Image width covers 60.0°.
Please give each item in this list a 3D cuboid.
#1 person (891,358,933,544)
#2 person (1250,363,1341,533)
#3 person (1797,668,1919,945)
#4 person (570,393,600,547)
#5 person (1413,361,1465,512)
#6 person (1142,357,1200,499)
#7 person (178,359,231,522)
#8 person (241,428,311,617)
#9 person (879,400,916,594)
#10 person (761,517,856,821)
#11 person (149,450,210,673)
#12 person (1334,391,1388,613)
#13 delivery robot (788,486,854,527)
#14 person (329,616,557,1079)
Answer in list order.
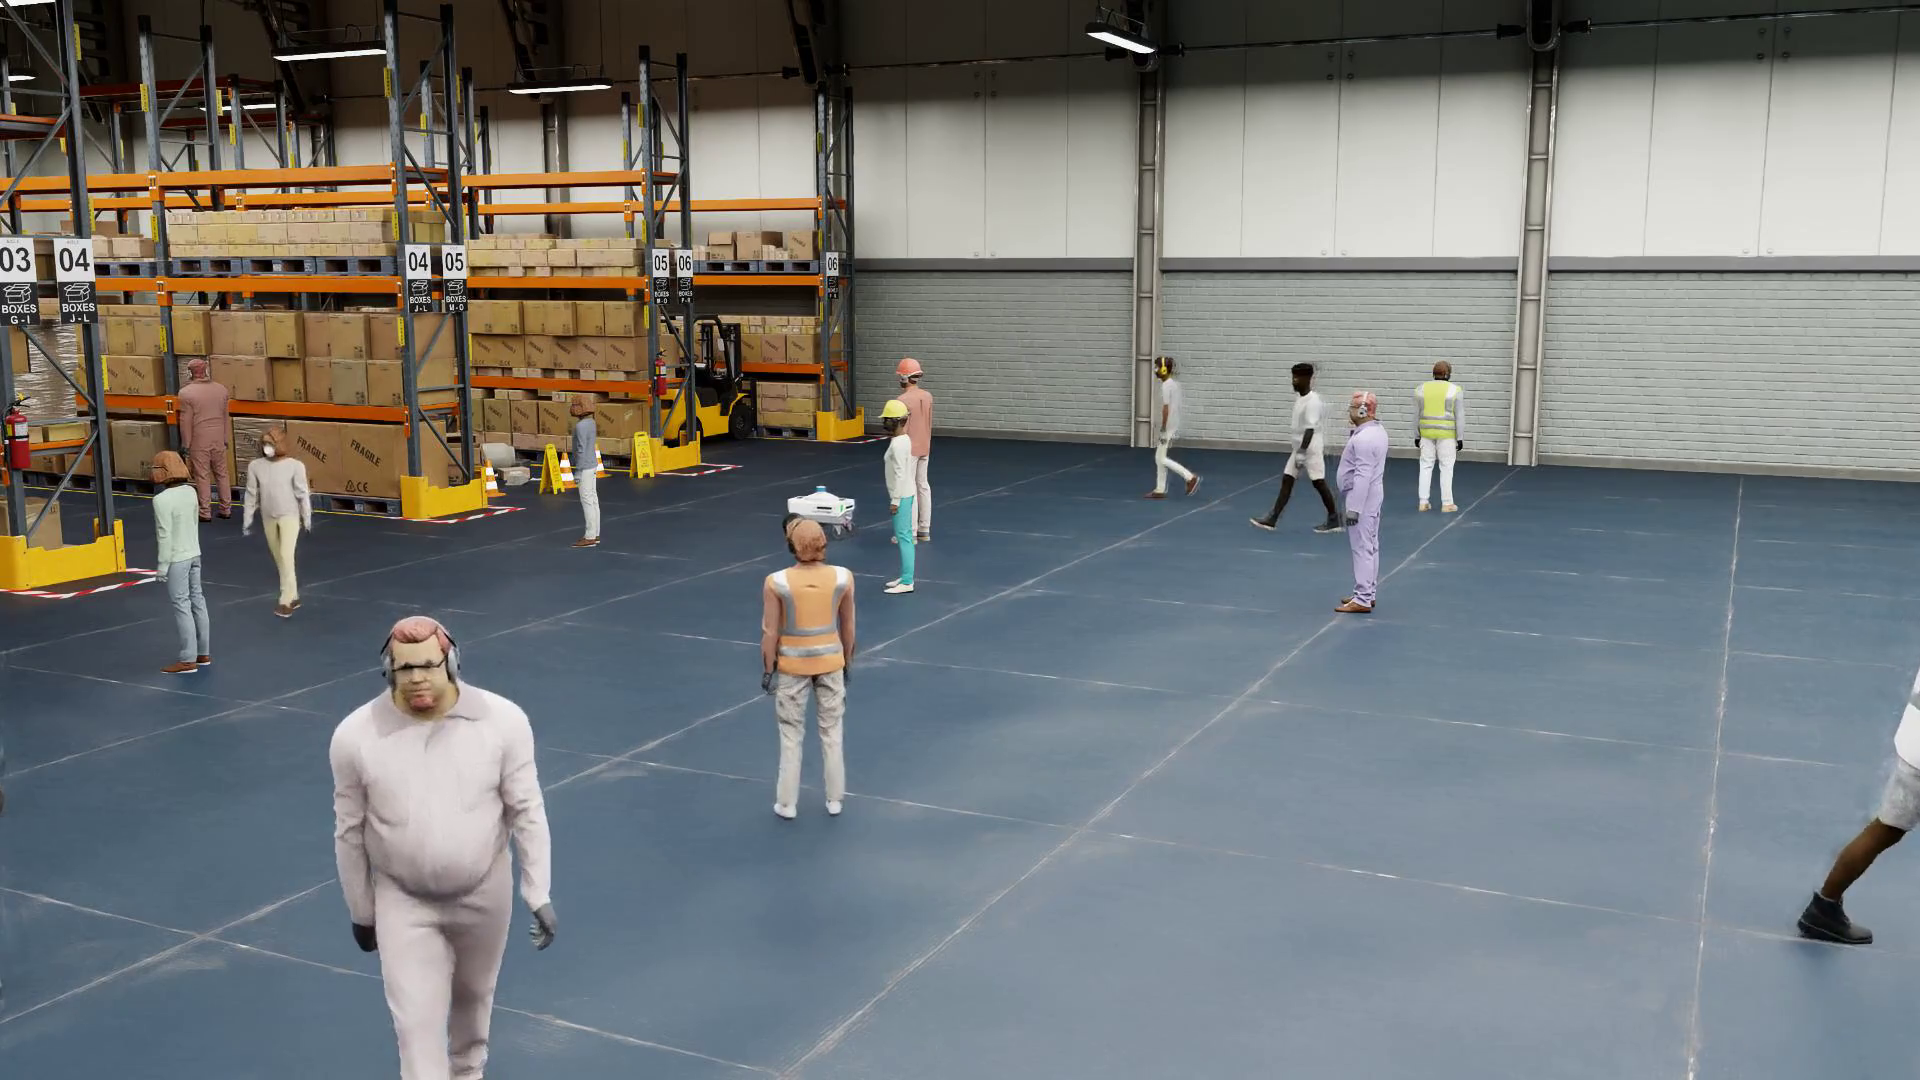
[{"bbox_3d":[-0.525,-0.952,17.883,0.378,1.996,0.611,6,11,33],"label":"person"},{"bbox_3d":[3.810,-1.018,18.540,1.024,1.907,0.627,-1,9,-5],"label":"person"},{"bbox_3d":[4.137,0.893,6.983,1.071,1.862,0.552,7,12,36],"label":"person"},{"bbox_3d":[-4.002,-0.743,17.716,0.282,1.633,0.500,0,9,2],"label":"person"},{"bbox_3d":[5.833,-1.259,20.245,0.634,1.839,0.429,7,11,36],"label":"person"},{"bbox_3d":[2.698,-1.419,21.236,0.645,1.844,0.511,2,10,14],"label":"person"},{"bbox_3d":[-8.838,-1.157,19.438,0.401,1.903,0.643,5,11,30],"label":"person"},{"bbox_3d":[-5.813,-0.137,14.083,0.515,1.603,0.777,1,9,7],"label":"person"},{"bbox_3d":[-0.569,-0.392,15.157,0.330,1.768,0.526,1,9,4],"label":"person"},{"bbox_3d":[-0.803,0.693,8.897,0.517,1.639,0.314,-3,10,-18],"label":"person"},{"bbox_3d":[-5.727,0.160,12.177,0.286,1.633,0.500,1,9,4],"label":"person"},{"bbox_3d":[3.440,-0.327,14.315,0.407,1.913,0.639,4,10,24],"label":"person"},{"bbox_3d":[-1.526,-0.350,18.301,0.707,0.478,0.477,4,10,22],"label":"delivery robot"},{"bbox_3d":[-1.670,1.154,5.400,0.654,1.854,0.994,-3,10,-20],"label":"person"}]
